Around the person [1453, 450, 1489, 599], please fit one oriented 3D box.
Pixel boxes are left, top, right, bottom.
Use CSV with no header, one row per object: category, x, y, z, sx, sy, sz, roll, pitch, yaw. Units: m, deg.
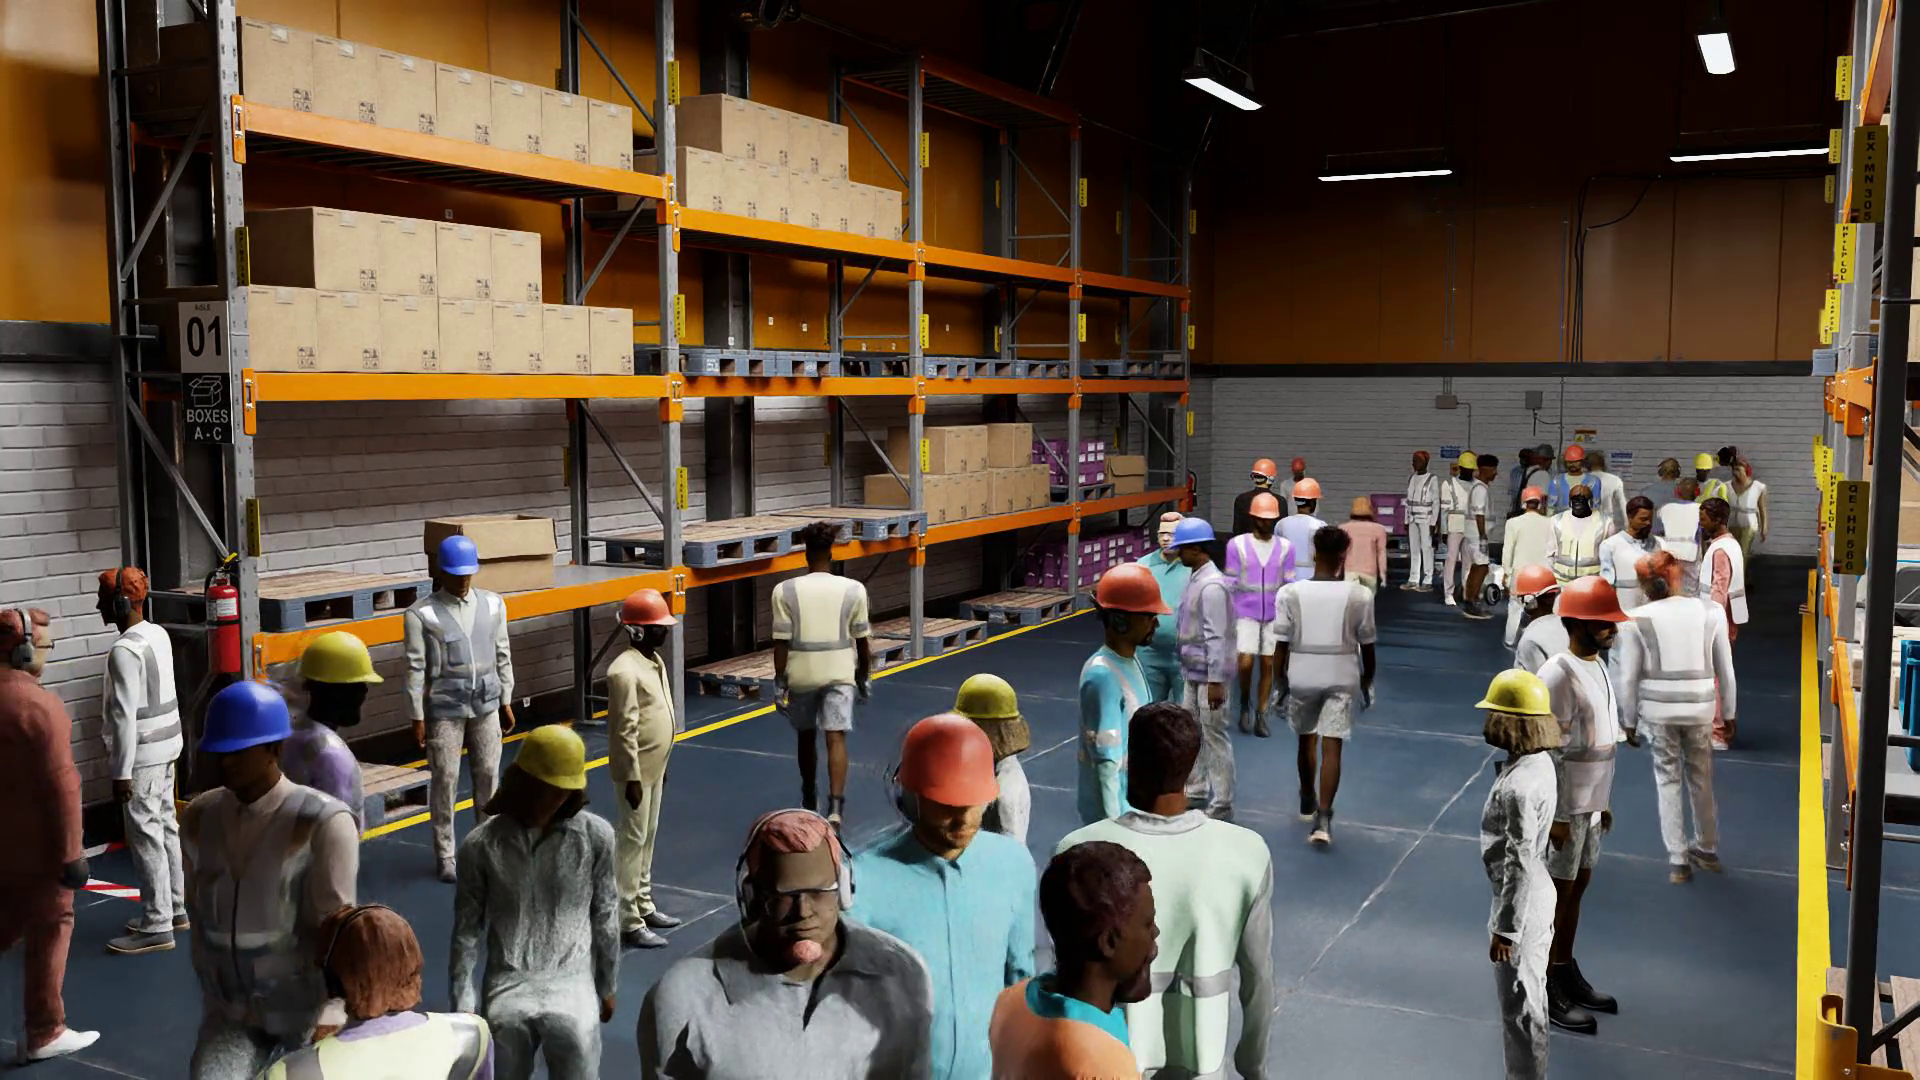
person,6.569,-0.196,21.443,0.395,1.925,0.659,-2,6,-18

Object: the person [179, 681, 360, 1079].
person,-2.042,1.354,4.909,0.619,1.895,1.017,1,5,11

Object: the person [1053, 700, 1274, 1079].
person,0.539,1.383,4.440,0.597,1.919,0.378,0,5,-3

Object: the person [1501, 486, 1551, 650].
person,5.799,0.312,16.985,0.596,1.717,0.844,0,5,1

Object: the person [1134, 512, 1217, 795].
person,1.412,0.765,11.162,0.642,1.909,0.409,2,6,25

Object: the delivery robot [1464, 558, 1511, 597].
delivery robot,6.689,0.476,20.961,0.707,0.478,0.477,-4,6,-35

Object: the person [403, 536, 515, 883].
person,-2.777,0.932,9.257,0.621,1.932,0.420,-5,7,-41

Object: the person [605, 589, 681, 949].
person,-1.555,1.111,8.238,0.333,1.753,0.562,1,5,5

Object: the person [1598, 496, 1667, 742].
person,5.202,0.607,12.886,0.594,1.908,0.412,-2,6,-18

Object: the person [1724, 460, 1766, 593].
person,10.234,-0.159,21.760,0.975,1.798,0.578,-5,7,-44

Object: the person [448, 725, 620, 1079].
person,-1.313,1.415,5.140,0.525,1.716,0.348,-1,5,-13

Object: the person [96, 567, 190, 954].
person,-4.007,1.063,8.145,0.353,1.877,0.573,-1,5,-11

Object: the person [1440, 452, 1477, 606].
person,6.296,-0.139,20.793,0.585,1.924,0.375,-1,5,-11

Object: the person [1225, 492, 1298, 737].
person,2.345,0.589,12.962,0.579,1.922,0.408,0,5,-2

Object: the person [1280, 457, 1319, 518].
person,4.824,-0.318,23.723,0.568,1.738,0.471,1,5,13

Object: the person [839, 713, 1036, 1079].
person,-0.010,1.397,4.114,0.630,1.943,0.990,-3,6,-26

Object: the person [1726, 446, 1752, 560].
person,11.530,-0.485,24.860,0.409,1.857,0.640,5,7,41

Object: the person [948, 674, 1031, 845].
person,0.109,1.336,5.886,0.320,1.742,0.492,0,5,-5

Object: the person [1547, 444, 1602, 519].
person,7.425,-0.138,20.142,0.616,2.041,0.381,3,6,26

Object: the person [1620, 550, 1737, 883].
person,4.009,0.968,9.371,0.648,1.841,0.643,1,5,8

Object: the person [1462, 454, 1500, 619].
person,6.156,-0.046,19.667,0.395,1.948,0.613,1,5,13

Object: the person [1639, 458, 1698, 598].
person,7.993,0.039,18.799,0.627,1.941,0.372,2,6,20

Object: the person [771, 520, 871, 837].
person,-0.851,0.839,10.284,0.615,1.928,0.976,-1,5,-8

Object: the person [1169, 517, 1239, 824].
person,1.527,0.828,10.373,0.429,1.932,0.789,0,5,-5

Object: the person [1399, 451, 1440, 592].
person,6.138,-0.248,22.182,0.344,1.882,0.585,-3,6,-26

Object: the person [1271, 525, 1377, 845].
person,2.218,0.864,10.144,0.620,1.910,1.011,2,6,16

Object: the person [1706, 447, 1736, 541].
person,11.090,-0.417,24.161,0.503,1.862,0.328,2,6,19

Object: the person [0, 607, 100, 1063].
person,-3.796,1.204,6.600,0.653,1.883,0.644,2,6,22

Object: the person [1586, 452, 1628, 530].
person,8.294,-0.202,21.619,0.682,1.901,0.990,3,6,32

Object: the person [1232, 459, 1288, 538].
person,3.141,0.151,17.288,0.625,1.992,0.386,4,6,34

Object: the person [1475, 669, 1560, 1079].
person,1.980,1.328,5.972,0.297,1.744,0.487,2,6,24

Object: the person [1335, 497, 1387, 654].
person,4.153,0.350,17.248,0.525,1.586,0.829,1,5,13

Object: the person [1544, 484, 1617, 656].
person,5.727,0.403,15.397,0.633,1.842,0.429,3,6,28

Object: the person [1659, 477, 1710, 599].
person,7.584,0.231,17.516,0.897,1.802,0.578,-5,7,-42

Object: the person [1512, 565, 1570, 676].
person,3.247,1.010,9.364,0.339,1.747,0.563,4,7,38

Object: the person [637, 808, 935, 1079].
person,-0.328,1.486,3.403,0.653,1.906,0.405,-2,6,-22

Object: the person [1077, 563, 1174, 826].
person,0.670,1.107,6.757,0.378,2.040,0.614,1,5,13

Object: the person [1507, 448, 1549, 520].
person,8.266,-0.424,24.306,0.429,1.839,0.634,-4,7,-39

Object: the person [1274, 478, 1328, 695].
person,3.040,0.421,14.695,0.545,1.938,0.362,5,7,41

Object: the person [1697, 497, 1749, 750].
person,5.762,0.631,12.611,0.402,1.909,0.599,3,6,26

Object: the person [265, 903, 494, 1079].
person,-1.251,1.603,3.632,0.516,1.633,0.312,-3,6,-33

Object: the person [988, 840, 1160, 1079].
person,0.297,1.512,3.220,0.969,1.878,0.587,-1,5,-11

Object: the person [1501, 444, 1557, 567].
person,7.693,-0.335,22.281,1.040,2.000,0.690,-1,5,-14

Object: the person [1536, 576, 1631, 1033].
person,2.684,1.117,7.196,0.362,1.939,0.543,4,7,40
